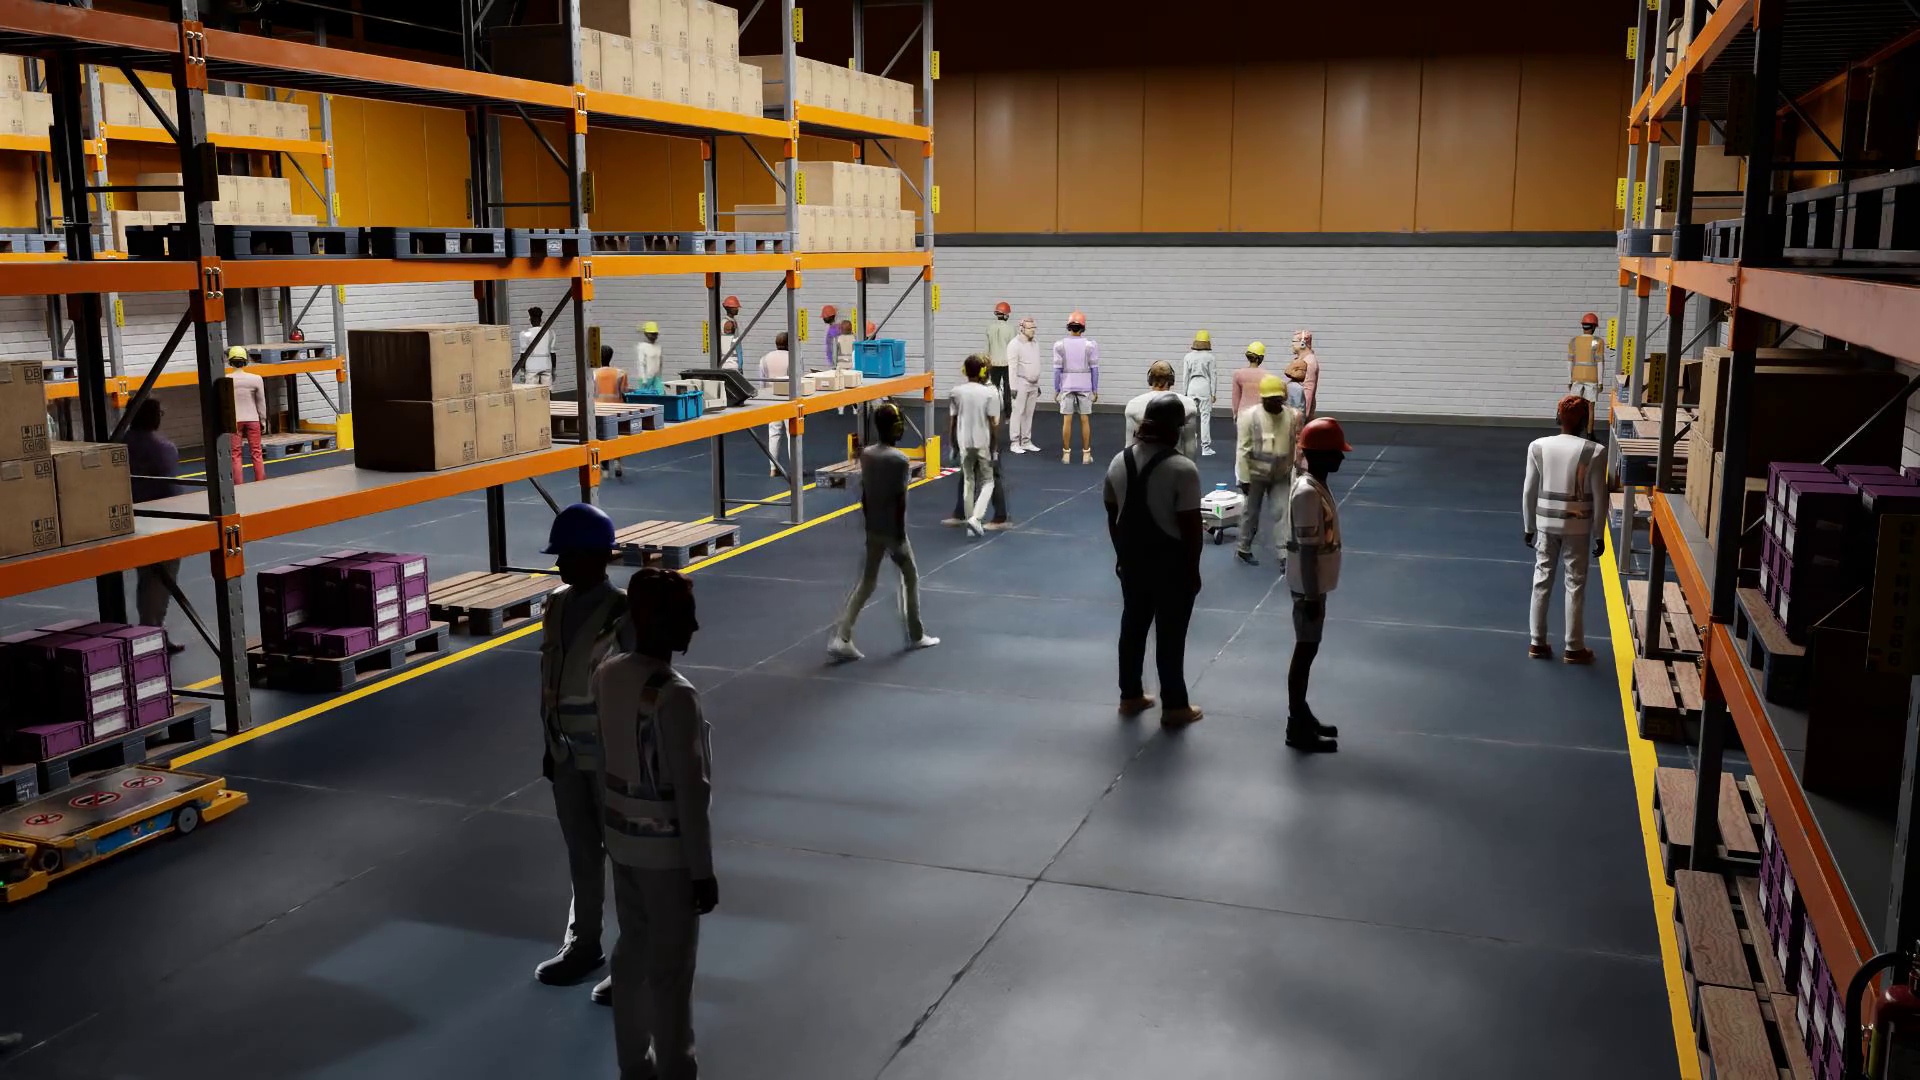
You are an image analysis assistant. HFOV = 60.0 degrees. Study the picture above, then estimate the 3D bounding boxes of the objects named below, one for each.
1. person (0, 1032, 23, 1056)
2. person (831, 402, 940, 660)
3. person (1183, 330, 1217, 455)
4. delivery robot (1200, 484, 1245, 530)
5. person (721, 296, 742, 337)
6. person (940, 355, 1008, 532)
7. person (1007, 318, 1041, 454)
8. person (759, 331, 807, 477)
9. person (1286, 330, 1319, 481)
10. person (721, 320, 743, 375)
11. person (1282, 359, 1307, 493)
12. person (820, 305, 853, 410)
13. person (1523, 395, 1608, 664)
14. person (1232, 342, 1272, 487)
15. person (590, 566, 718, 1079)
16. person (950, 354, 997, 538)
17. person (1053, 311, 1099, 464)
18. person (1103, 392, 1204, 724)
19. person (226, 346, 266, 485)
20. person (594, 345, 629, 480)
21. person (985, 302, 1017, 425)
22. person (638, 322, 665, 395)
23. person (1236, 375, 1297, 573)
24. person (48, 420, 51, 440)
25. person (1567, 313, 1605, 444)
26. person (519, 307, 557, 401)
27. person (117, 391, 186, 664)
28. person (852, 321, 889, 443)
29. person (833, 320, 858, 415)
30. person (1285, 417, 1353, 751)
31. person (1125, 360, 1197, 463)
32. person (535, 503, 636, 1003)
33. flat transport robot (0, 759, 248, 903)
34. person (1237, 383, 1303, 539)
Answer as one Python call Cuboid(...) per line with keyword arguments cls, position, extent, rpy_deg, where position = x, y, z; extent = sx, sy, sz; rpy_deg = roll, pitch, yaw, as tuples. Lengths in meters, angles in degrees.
Cuboid(cls="person", position=(-3.778, 1.049, 5.617), extent=(0.605, 1.794, 0.900), rpy_deg=(8, 13, 37))
Cuboid(cls="person", position=(-0.557, -0.065, 11.792), extent=(0.533, 1.833, 0.951), rpy_deg=(10, 14, 44))
Cuboid(cls="person", position=(3.364, -2.060, 23.259), extent=(0.491, 1.743, 0.324), rpy_deg=(6, 12, 32))
Cuboid(cls="delivery robot", position=(2.592, -0.317, 16.525), extent=(0.477, 0.478, 0.707), rpy_deg=(8, 13, 37))
Cuboid(cls="person", position=(-3.964, -3.213, 28.906), extent=(0.397, 2.043, 0.610), rpy_deg=(1, 10, 6))
Cuboid(cls="person", position=(0.144, -0.962, 16.862), extent=(0.778, 1.812, 0.510), rpy_deg=(-4, 11, -19))
Cuboid(cls="person", position=(0.940, -2.179, 23.468), extent=(0.401, 1.907, 0.646), rpy_deg=(8, 13, 39))
Cuboid(cls="person", position=(-2.207, -1.708, 21.007), extent=(0.634, 1.839, 0.429), rpy_deg=(4, 11, 19))
Cuboid(cls="person", position=(4.097, -1.570, 20.042), extent=(0.407, 1.906, 0.655), rpy_deg=(1, 10, 8))
Cuboid(cls="person", position=(-3.923, -2.928, 28.441), extent=(0.523, 1.638, 0.310), rpy_deg=(6, 12, 32))
Cuboid(cls="person", position=(3.819, -1.249, 18.997), extent=(0.278, 1.633, 0.498), rpy_deg=(-2, 10, -10))
Cuboid(cls="person", position=(-2.171, -3.214, 29.425), extent=(1.030, 1.874, 0.557), rpy_deg=(2, 10, 13))
Cuboid(cls="person", position=(4.246, -0.076, 11.686), extent=(0.584, 1.882, 0.337), rpy_deg=(9, 13, 41))
Cuboid(cls="person", position=(3.538, -1.502, 20.053), extent=(0.533, 1.767, 0.322), rpy_deg=(7, 12, 34))
Cuboid(cls="person", position=(-0.991, 1.020, 5.513), extent=(0.355, 1.886, 0.572), rpy_deg=(-8, 13, -40))
Cuboid(cls="person", position=(0.132, -0.920, 16.526), extent=(0.524, 1.857, 0.594), rpy_deg=(3, 11, 18))
Cuboid(cls="person", position=(1.551, -2.035, 22.270), extent=(0.605, 2.045, 0.377), rpy_deg=(1, 10, 7))
Cuboid(cls="person", position=(1.252, 0.097, 10.271), extent=(0.536, 2.000, 0.688), rpy_deg=(-9, 14, -43))
Cuboid(cls="person", position=(-8.305, -1.358, 19.239), extent=(0.534, 1.767, 0.317), rpy_deg=(-7, 12, -33))
Cuboid(cls="person", position=(-4.409, -1.594, 20.780), extent=(0.557, 1.679, 0.457), rpy_deg=(-2, 10, -14))
Cuboid(cls="person", position=(0.696, -2.884, 27.186), extent=(0.609, 1.996, 0.379), rpy_deg=(6, 12, 31))
Cuboid(cls="person", position=(-4.704, -2.485, 25.662), extent=(0.832, 1.727, 0.545), rpy_deg=(8, 13, 37))
Cuboid(cls="person", position=(2.766, -0.598, 14.914), extent=(0.618, 1.774, 0.929), rpy_deg=(-3, 10, -16))
Cuboid(cls="person", position=(-8.832, -0.672, 15.870), extent=(0.515, 1.582, 0.847), rpy_deg=(6, 12, 31))
Cuboid(cls="person", position=(9.191, -2.361, 24.415), extent=(0.543, 1.935, 0.366), rpy_deg=(9, 14, 42))
Cuboid(cls="person", position=(-6.656, -2.692, 26.208), extent=(0.632, 1.961, 0.365), rpy_deg=(-8, 13, -37))
Cuboid(cls="person", position=(-5.670, -0.071, 11.599), extent=(0.647, 1.952, 0.528), rpy_deg=(4, 11, 21))
Cuboid(cls="person", position=(-1.183, -1.915, 21.923), extent=(0.541, 1.929, 0.380), rpy_deg=(3, 11, 17))
Cuboid(cls="person", position=(-1.930, -2.957, 28.590), extent=(0.513, 1.645, 0.307), rpy_deg=(0, 10, 1))
Cuboid(cls="person", position=(2.080, 0.249, 9.708), extent=(0.356, 1.937, 0.552), rpy_deg=(3, 10, 15))
Cuboid(cls="person", position=(1.738, -0.586, 14.428), extent=(0.627, 1.934, 0.370), rpy_deg=(1, 10, 5))
Cuboid(cls="person", position=(-1.423, 0.816, 6.486), extent=(0.601, 1.948, 0.387), rpy_deg=(8, 13, 37))
Cuboid(cls="flat transport robot", position=(-4.243, 1.374, 8.063), extent=(0.652, 0.197, 1.431), rpy_deg=(4, 11, 20))
Cuboid(cls="person", position=(3.034, -0.762, 16.270), extent=(0.661, 1.627, 0.456), rpy_deg=(4, 11, 21))
